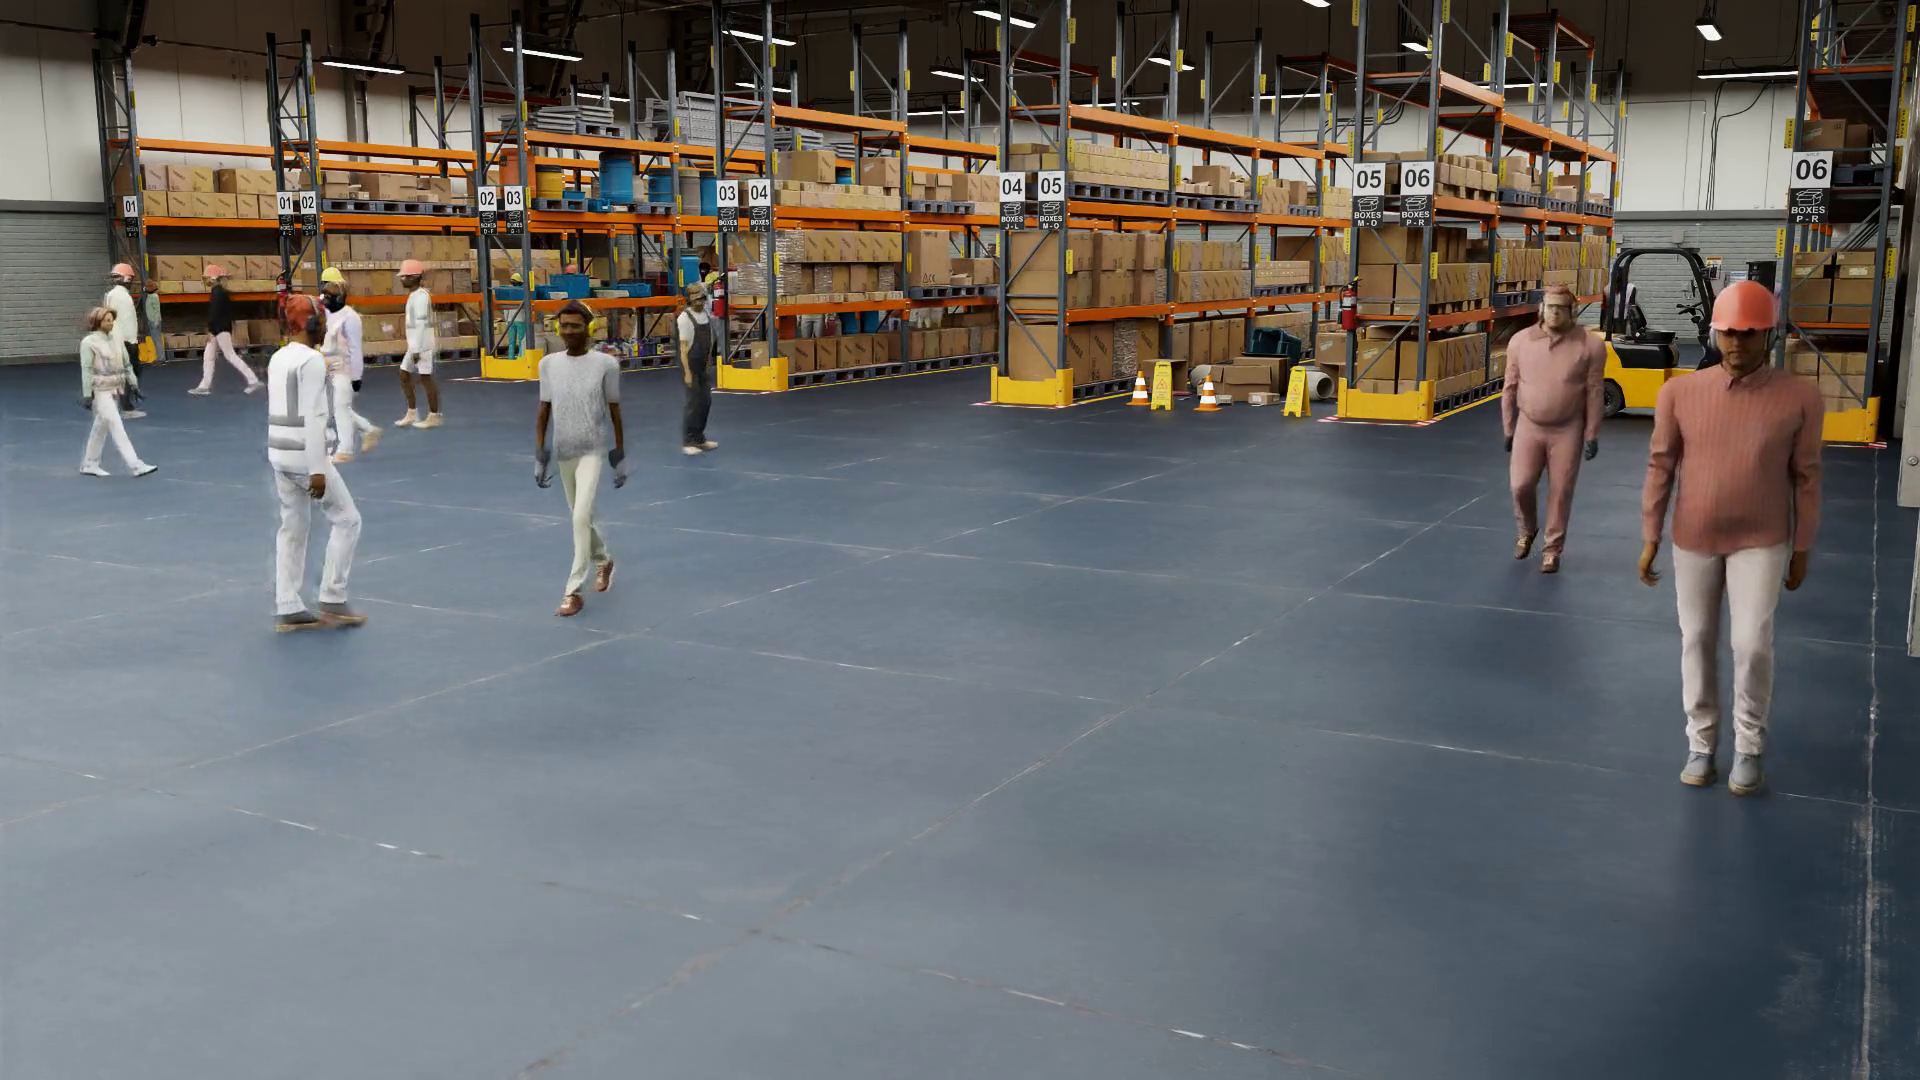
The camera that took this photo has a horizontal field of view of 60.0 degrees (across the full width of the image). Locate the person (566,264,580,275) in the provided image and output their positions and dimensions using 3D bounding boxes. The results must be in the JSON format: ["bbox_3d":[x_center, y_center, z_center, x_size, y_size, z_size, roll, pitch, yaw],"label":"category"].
[{"bbox_3d":[-7.751,-4.522,33.106,0.548,1.915,0.831,4,10,22],"label":"person"}]

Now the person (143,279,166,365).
[{"bbox_3d":[-15.373,-4.145,31.696,0.277,1.631,0.506,-8,12,-39],"label":"person"}]

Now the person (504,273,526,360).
[{"bbox_3d":[-7.978,-3.929,30.054,0.533,1.765,0.326,4,11,23],"label":"person"}]

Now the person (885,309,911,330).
[{"bbox_3d":[-1.219,-4.315,32.309,0.533,1.768,0.312,3,10,19],"label":"person"}]

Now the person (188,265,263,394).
[{"bbox_3d":[-11.076,-3.157,25.008,1.015,1.952,0.610,-5,11,-25],"label":"person"}]

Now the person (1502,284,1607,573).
[{"bbox_3d":[3.888,-0.730,10.943,0.644,1.896,0.449,5,11,26],"label":"person"}]

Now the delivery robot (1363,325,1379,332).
[{"bbox_3d":[9.371,-4.630,37.415,0.707,0.478,0.477,-2,10,-11],"label":"delivery robot"}]

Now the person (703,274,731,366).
[{"bbox_3d":[-4.095,-3.523,27.640,0.588,1.771,0.956,2,10,12],"label":"person"}]

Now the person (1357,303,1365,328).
[{"bbox_3d":[9.446,-5.372,38.900,0.362,1.617,0.538,5,11,28],"label":"person"}]

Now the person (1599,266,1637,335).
[{"bbox_3d":[11.540,-3.856,29.222,0.448,1.899,0.613,-9,13,-41],"label":"person"}]

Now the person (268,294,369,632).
[{"bbox_3d":[-3.584,-0.425,9.247,0.619,1.860,0.633,10,14,44],"label":"person"}]

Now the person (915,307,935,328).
[{"bbox_3d":[-0.686,-4.455,33.548,0.535,1.615,0.383,7,12,34],"label":"person"}]

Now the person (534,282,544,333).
[{"bbox_3d":[-8.125,-4.086,31.443,0.508,1.611,0.714,5,11,27],"label":"person"}]

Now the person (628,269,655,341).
[{"bbox_3d":[-6.852,-4.942,35.845,0.534,1.809,1.004,5,11,27],"label":"person"}]

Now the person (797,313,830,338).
[{"bbox_3d":[-2.601,-3.921,29.530,0.625,1.934,0.363,0,10,2],"label":"person"}]

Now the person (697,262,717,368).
[{"bbox_3d":[-4.733,-4.183,30.939,0.613,1.965,0.361,6,11,30],"label":"person"}]

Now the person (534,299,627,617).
[{"bbox_3d":[-2.252,-0.520,9.935,0.509,1.836,0.973,2,10,10],"label":"person"}]

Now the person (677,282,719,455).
[{"bbox_3d":[-2.753,-1.779,17.352,0.453,1.803,0.600,4,11,24],"label":"person"}]

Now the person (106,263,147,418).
[{"bbox_3d":[-10.708,-2.551,21.358,0.443,1.977,0.694,-9,13,-42],"label":"person"}]

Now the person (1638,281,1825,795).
[{"bbox_3d":[2.948,0.003,6.410,0.613,1.975,0.521,6,12,33],"label":"person"}]

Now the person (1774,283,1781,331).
[{"bbox_3d":[14.755,-4.059,30.574,0.662,1.858,1.006,4,11,23],"label":"person"}]

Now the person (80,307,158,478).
[{"bbox_3d":[-7.925,-1.369,15.547,0.856,1.593,0.528,2,10,9],"label":"person"}]

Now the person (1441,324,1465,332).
[{"bbox_3d":[10.628,-4.946,35.690,0.995,1.882,0.549,3,10,17],"label":"person"}]

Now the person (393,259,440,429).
[{"bbox_3d":[-6.570,-2.317,19.838,0.686,2.025,0.636,-5,11,-27],"label":"person"}]

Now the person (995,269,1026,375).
[{"bbox_3d":[0.921,-3.793,29.029,0.539,1.848,0.618,8,12,39],"label":"person"}]

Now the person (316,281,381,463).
[{"bbox_3d":[-6.183,-1.695,16.789,0.581,1.826,0.644,-9,13,-43],"label":"person"}]

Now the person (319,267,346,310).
[{"bbox_3d":[-8.032,-2.525,21.352,0.380,1.924,0.593,-2,10,-13],"label":"person"}]
